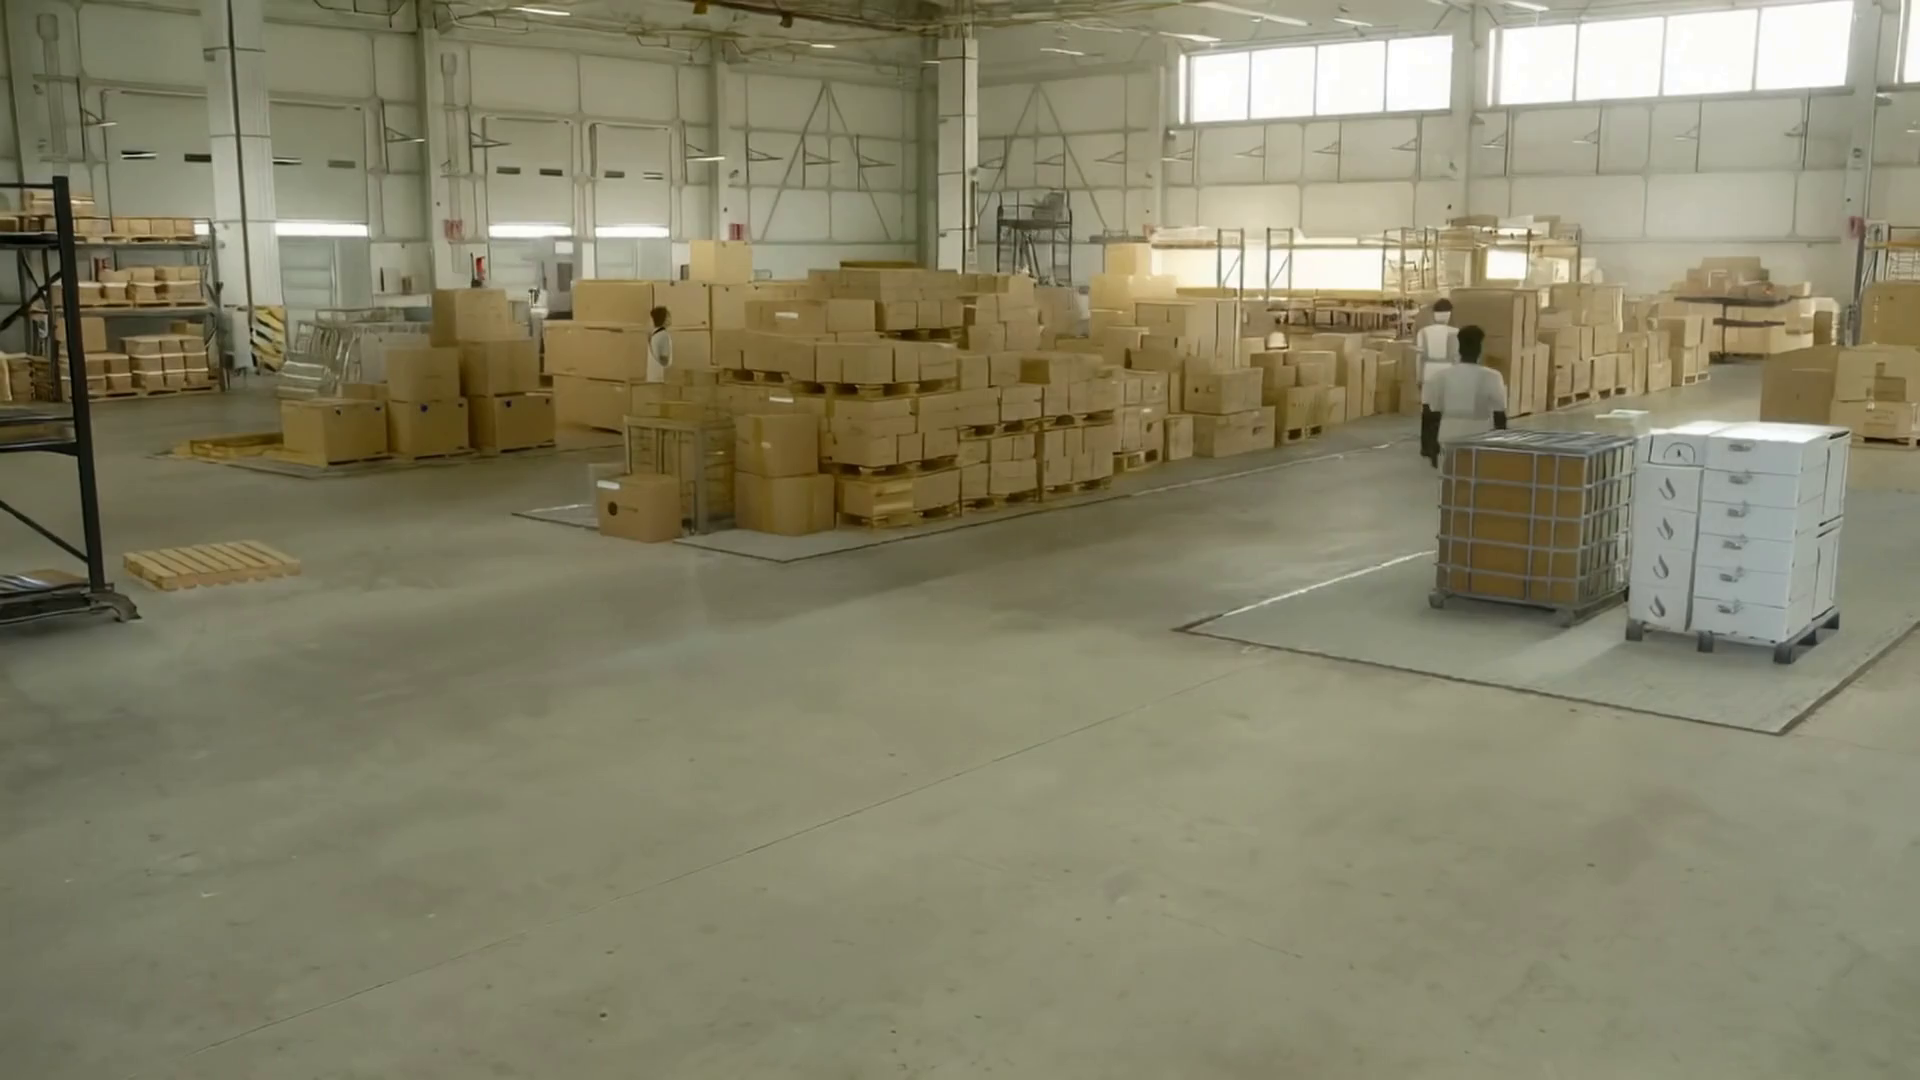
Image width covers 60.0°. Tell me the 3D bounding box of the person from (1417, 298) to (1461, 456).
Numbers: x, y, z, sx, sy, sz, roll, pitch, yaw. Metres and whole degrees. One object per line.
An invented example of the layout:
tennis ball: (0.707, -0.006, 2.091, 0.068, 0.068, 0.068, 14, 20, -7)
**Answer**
person: (5.892, -1.998, 20.451, 0.546, 1.938, 0.360, 6, 12, 31)

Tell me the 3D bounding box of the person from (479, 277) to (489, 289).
person: (-10.139, -4.701, 35.910, 0.577, 1.919, 0.631, 0, 10, -1)

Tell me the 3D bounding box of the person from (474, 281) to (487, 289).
person: (-9.076, -3.943, 31.550, 0.629, 1.926, 0.624, -3, 10, -17)

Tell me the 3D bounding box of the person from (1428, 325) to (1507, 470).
person: (4.225, -0.821, 13.819, 0.605, 1.913, 1.007, 8, 13, 40)

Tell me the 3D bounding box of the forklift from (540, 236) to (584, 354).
forklift: (-9.248, -5.738, 39.059, 1.873, 2.768, 1.129, 8, 13, 40)

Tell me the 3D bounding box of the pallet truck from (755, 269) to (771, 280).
pallet truck: (-4.996, -6.432, 45.525, 1.885, 1.965, 0.823, -6, 12, -32)

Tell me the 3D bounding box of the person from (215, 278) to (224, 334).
person: (-15.342, -4.493, 34.691, 0.403, 1.919, 0.553, -9, 14, -42)

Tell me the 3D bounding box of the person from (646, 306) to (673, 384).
person: (-3.669, -1.953, 20.455, 0.335, 1.845, 0.513, -6, 12, -32)

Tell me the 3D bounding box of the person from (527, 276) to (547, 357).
person: (-9.904, -5.239, 39.064, 0.356, 1.883, 0.572, 10, 14, 43)

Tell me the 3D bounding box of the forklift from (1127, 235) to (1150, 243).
forklift: (4.031, -5.554, 38.013, 1.873, 2.768, 1.129, 2, 10, 14)
